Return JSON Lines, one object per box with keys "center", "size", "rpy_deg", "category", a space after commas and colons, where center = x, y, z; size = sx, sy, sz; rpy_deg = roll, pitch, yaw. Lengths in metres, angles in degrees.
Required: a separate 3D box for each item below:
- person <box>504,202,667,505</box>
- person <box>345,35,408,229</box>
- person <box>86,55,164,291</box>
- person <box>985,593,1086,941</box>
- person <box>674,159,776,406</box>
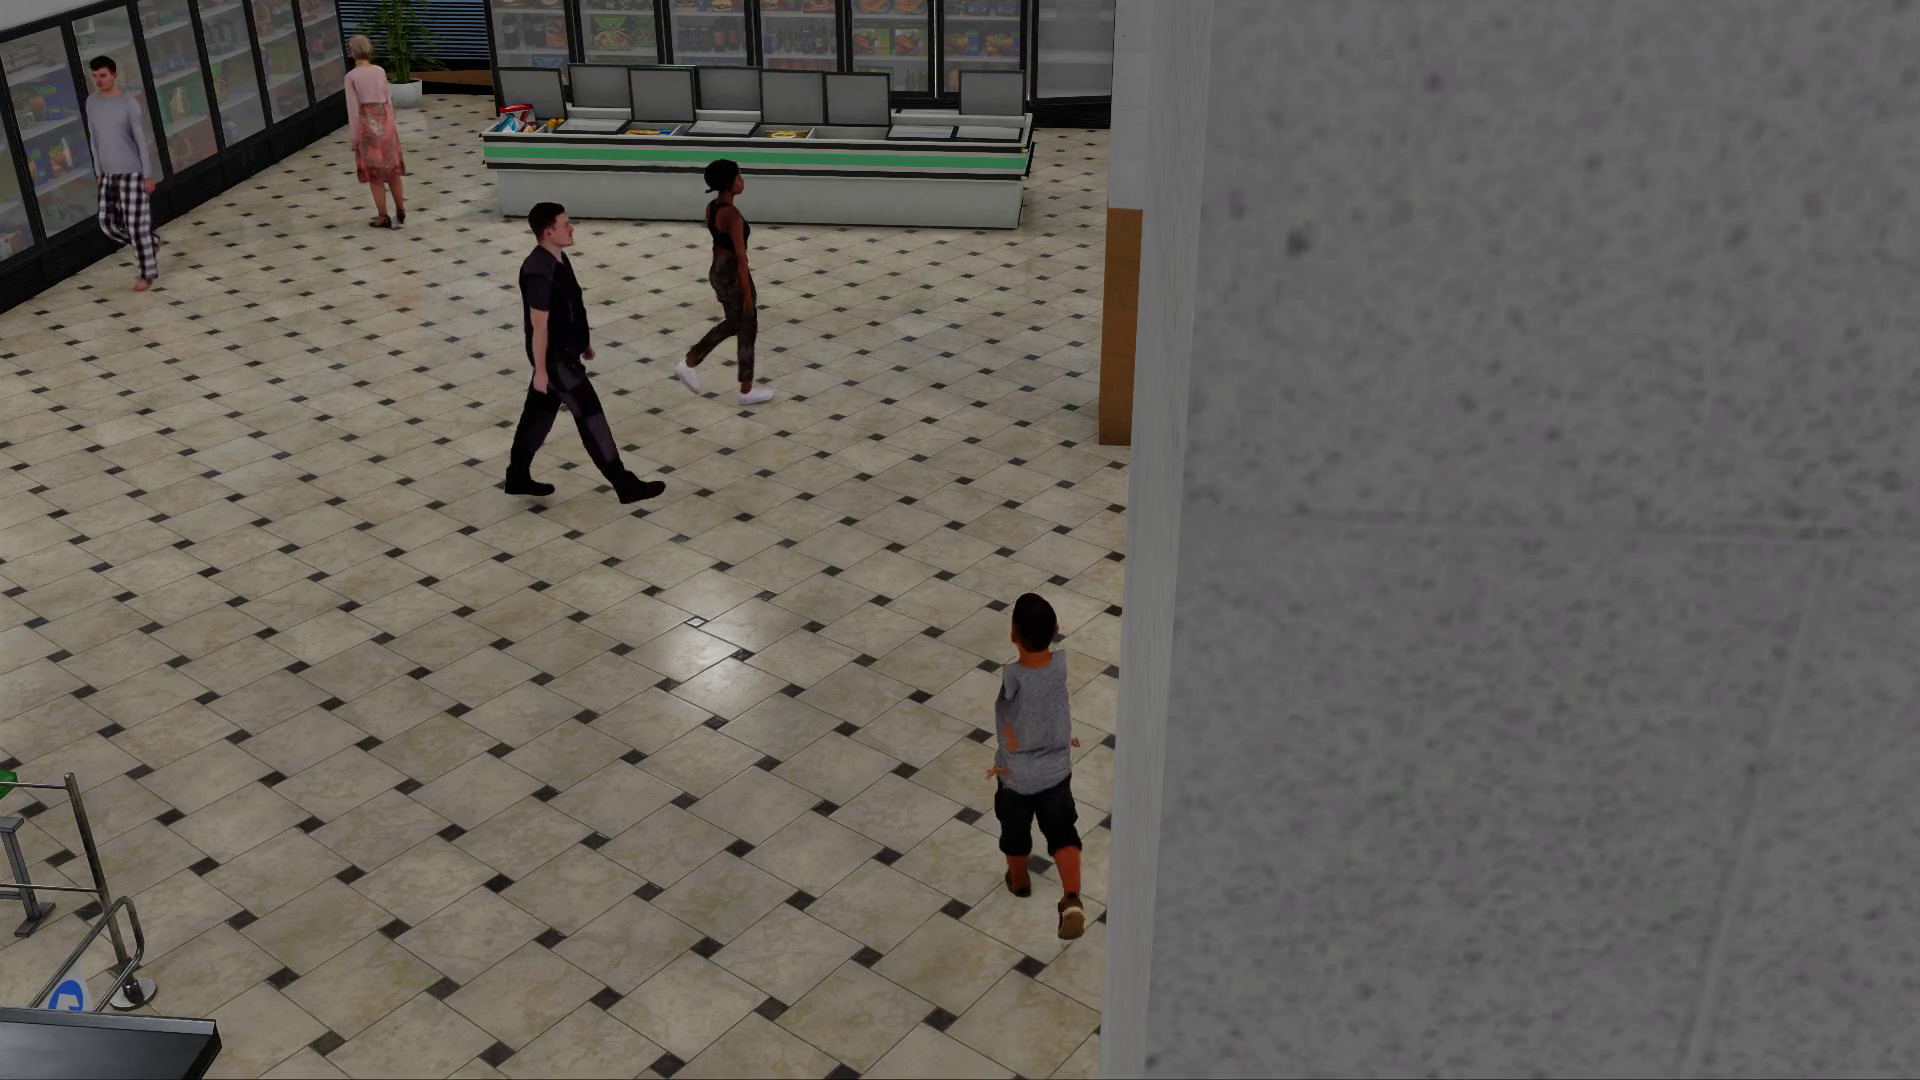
{"center": [-2.403, -1.013, 9.575], "size": [1.257, 1.793, 0.873], "rpy_deg": [-2, 27, -4], "category": "person"}
{"center": [-5.221, -3.648, 14.886], "size": [0.746, 1.689, 0.700], "rpy_deg": [21, 33, 35], "category": "person"}
{"center": [-6.688, -2.969, 13.386], "size": [0.750, 1.836, 0.734], "rpy_deg": [4, 27, 8], "category": "person"}
{"center": [0.315, 0.828, 6.330], "size": [0.918, 1.444, 0.842], "rpy_deg": [-9, 28, -16], "category": "person"}
{"center": [-1.578, -1.659, 10.967], "size": [1.000, 1.687, 0.860], "rpy_deg": [-13, 30, -24], "category": "person"}
